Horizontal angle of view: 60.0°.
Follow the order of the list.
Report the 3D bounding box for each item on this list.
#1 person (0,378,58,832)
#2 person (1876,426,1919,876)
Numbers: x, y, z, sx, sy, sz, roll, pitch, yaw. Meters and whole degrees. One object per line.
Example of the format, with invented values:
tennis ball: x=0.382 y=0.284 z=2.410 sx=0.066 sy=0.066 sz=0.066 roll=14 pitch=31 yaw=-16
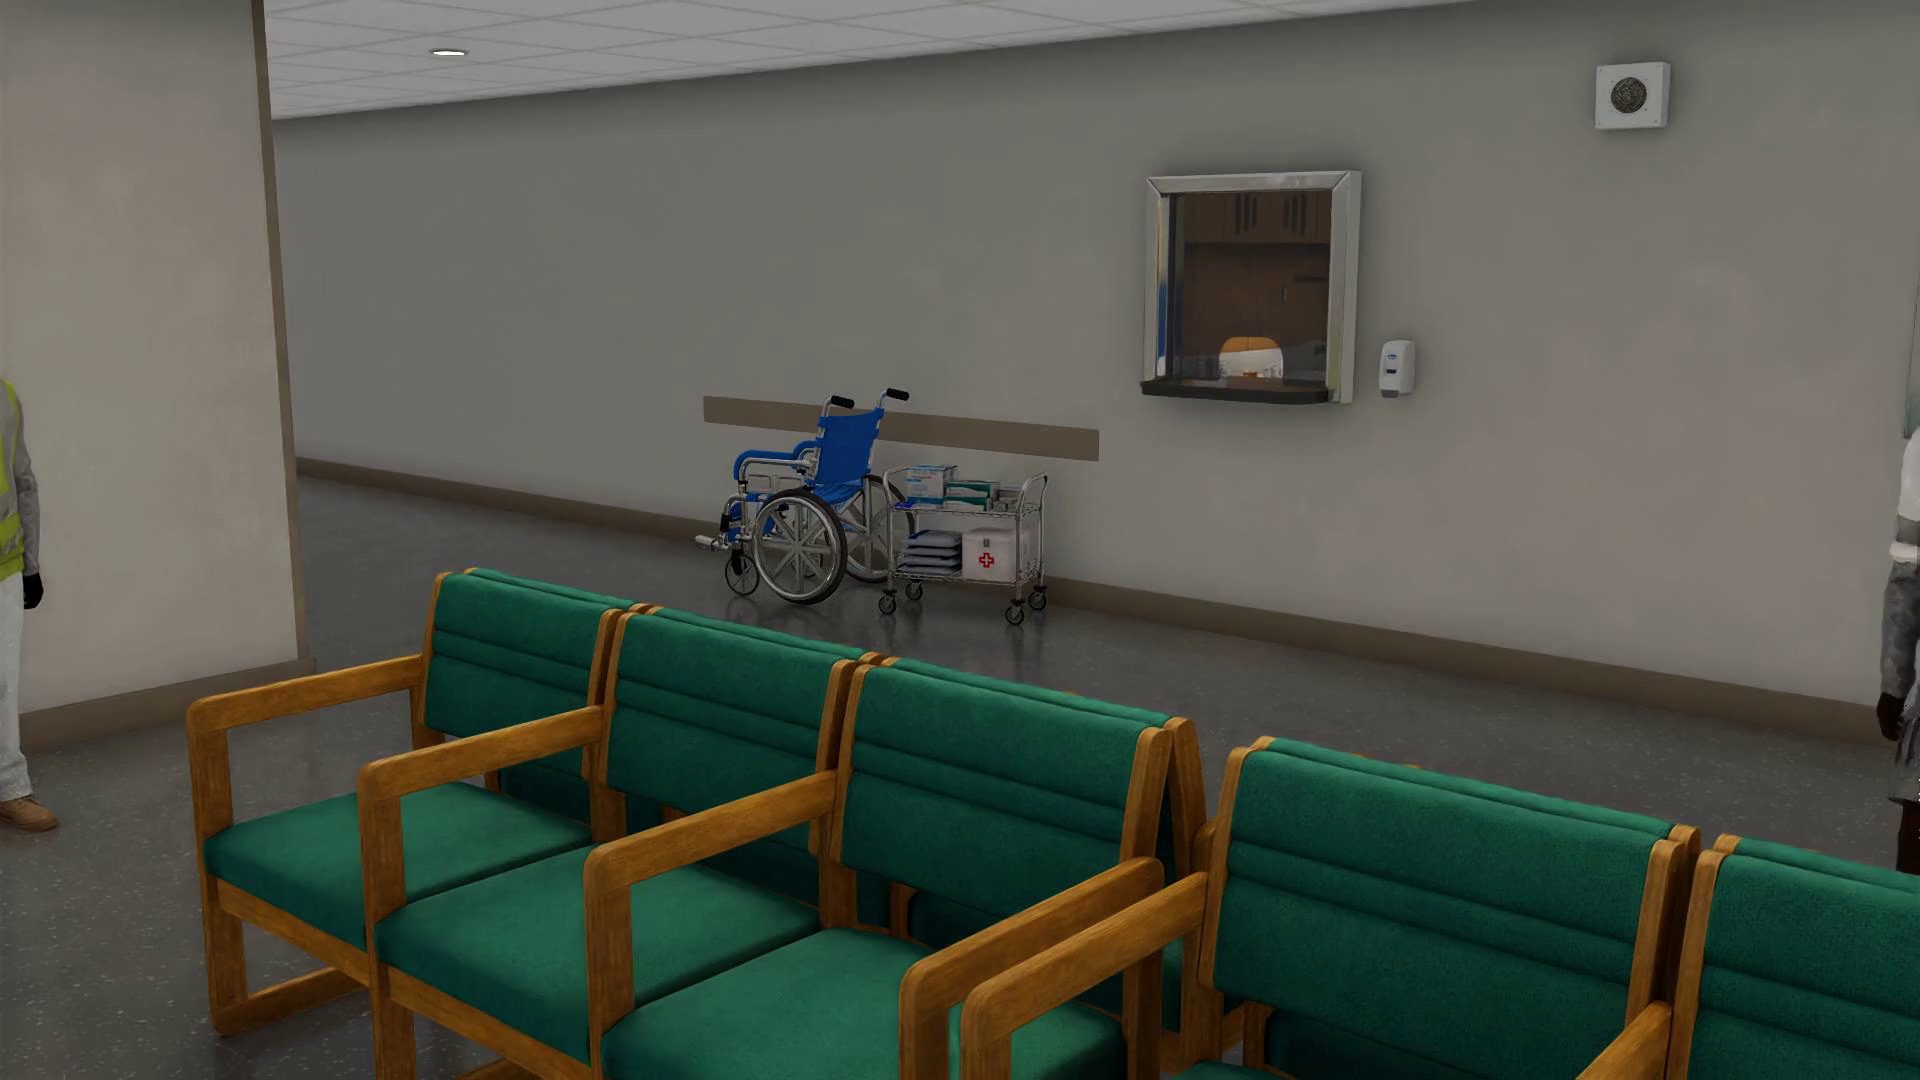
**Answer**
person: x=-3.287 y=0.108 z=5.403 sx=0.430 sy=1.836 sz=0.630 roll=6 pitch=12 yaw=31
person: x=2.428 y=0.337 z=3.849 sx=0.554 sy=1.914 sz=0.405 roll=7 pitch=12 yaw=36
